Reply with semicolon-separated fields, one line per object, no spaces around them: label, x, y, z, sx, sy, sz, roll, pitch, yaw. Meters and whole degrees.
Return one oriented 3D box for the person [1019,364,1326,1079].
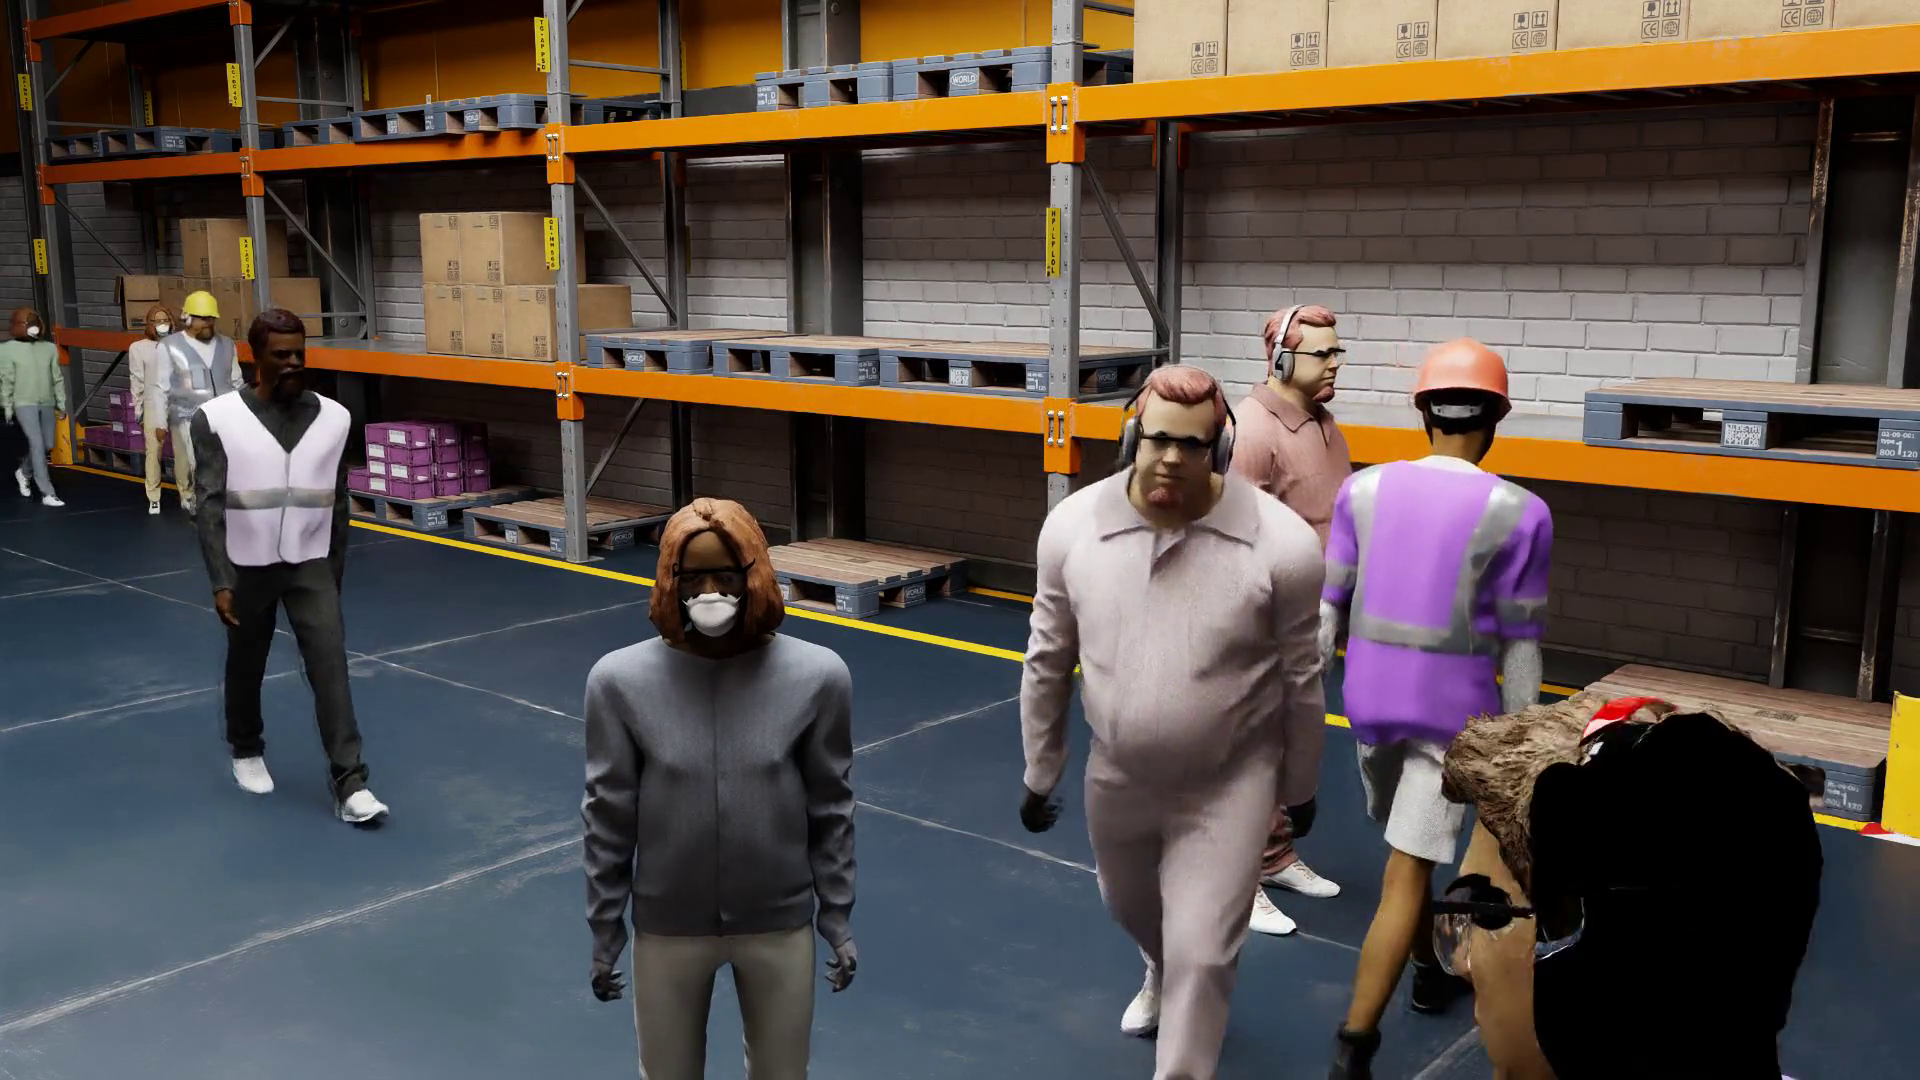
person;0.505;0.499;3.819;0.673;1.854;0.993;4;11;24

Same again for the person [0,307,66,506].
person;-7.553;-1.090;13.518;0.704;1.612;0.504;6;11;29

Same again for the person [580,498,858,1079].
person;-0.440;0.728;3.096;0.507;1.633;0.278;-2;10;-10

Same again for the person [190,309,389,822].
person;-2.492;0.089;6.100;0.603;1.861;1.050;-9;13;-41

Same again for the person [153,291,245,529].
person;-5.427;-0.890;11.946;0.944;1.780;0.598;8;13;38

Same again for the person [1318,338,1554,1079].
person;1.118;0.433;4.153;0.617;1.865;1.009;8;13;40

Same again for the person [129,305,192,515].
person;-6.226;-1.023;13.059;0.499;1.634;0.279;-8;13;-37

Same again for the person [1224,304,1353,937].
person;1.019;0.235;5.127;0.401;1.906;0.651;7;12;34

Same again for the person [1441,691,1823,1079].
person;0.479;0.999;1.094;0.792;1.789;0.563;5;11;28
